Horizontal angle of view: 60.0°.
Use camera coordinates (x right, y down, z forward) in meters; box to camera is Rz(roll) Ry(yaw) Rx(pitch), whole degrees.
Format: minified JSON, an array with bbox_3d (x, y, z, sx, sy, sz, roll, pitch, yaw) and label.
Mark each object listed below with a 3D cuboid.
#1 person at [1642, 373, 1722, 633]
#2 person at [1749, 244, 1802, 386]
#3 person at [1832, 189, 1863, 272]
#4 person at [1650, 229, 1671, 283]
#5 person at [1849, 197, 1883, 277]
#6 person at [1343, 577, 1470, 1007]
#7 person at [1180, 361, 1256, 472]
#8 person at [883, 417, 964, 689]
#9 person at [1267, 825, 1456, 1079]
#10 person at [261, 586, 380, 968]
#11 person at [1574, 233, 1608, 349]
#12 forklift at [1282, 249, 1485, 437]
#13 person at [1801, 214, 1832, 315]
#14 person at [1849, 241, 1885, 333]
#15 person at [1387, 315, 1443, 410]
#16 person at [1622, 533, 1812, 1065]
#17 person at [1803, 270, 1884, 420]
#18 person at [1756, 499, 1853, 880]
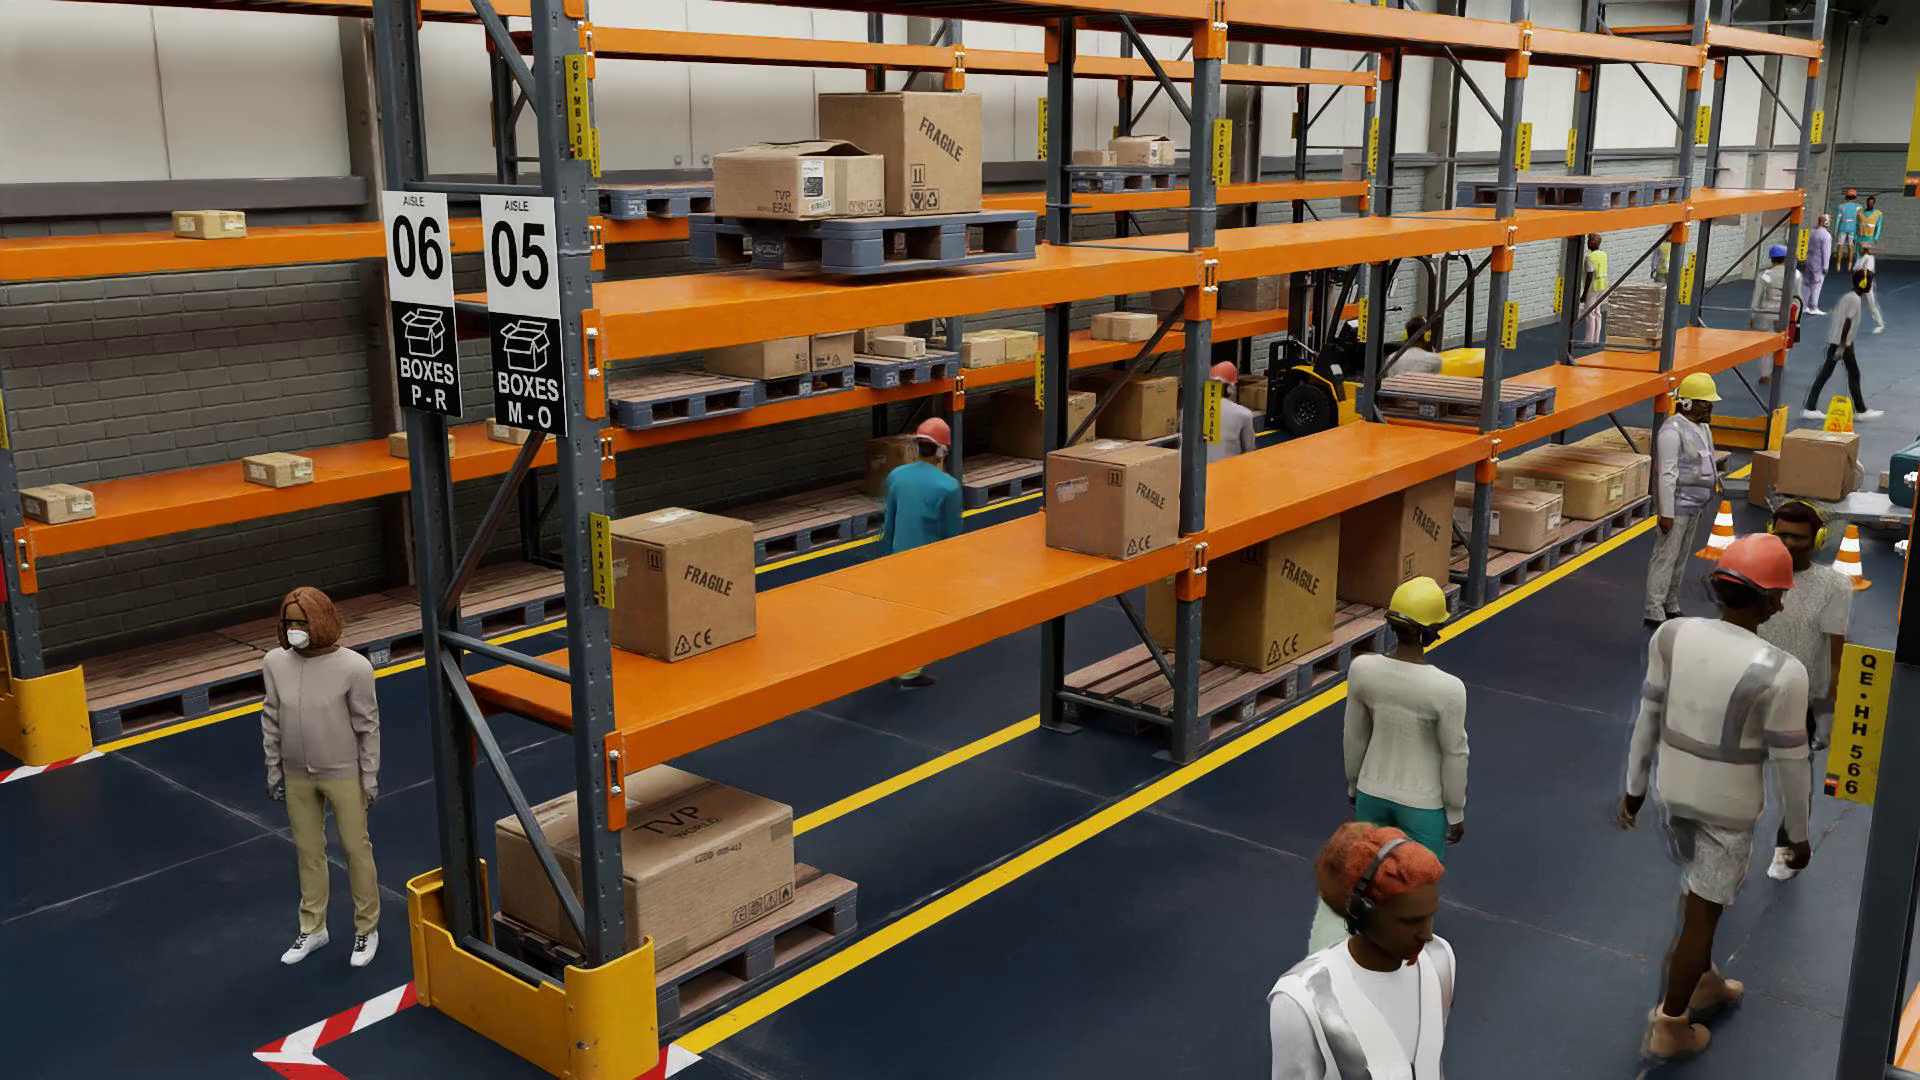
[{"bbox_3d":[5.014,-0.253,11.530,0.403,1.830,0.600,13,19,41],"label":"person"},{"bbox_3d":[11.180,-3.088,22.858,0.636,1.927,0.456,2,14,8],"label":"person"},{"bbox_3d":[22.144,-7.732,41.544,0.615,2.041,0.385,3,14,12],"label":"person"},{"bbox_3d":[13.479,-5.115,31.741,0.546,1.618,0.524,6,15,22],"label":"person"},{"bbox_3d":[21.741,-7.261,39.888,0.392,1.919,0.592,-11,18,-39],"label":"person"},{"bbox_3d":[1.746,1.006,6.537,0.524,1.769,0.314,13,19,43],"label":"person"},{"bbox_3d":[2.024,-0.538,12.951,0.572,1.699,0.906,9,17,33],"label":"person"},{"bbox_3d":[-0.207,0.096,10.335,0.414,1.720,0.566,-13,19,-43],"label":"person"},{"bbox_3d":[0.962,1.576,3.974,0.574,1.886,0.356,-10,17,-36],"label":"person"},{"bbox_3d":[-2.645,0.983,6.906,0.498,1.634,0.280,2,14,7],"label":"person"},{"bbox_3d":[10.179,-3.994,26.731,0.564,1.846,0.394,-13,19,-43],"label":"person"},{"bbox_3d":[4.886,-2.214,18.767,2.313,2.155,1.214,11,18,38],"label":"forklift"},{"bbox_3d":[16.430,-5.269,31.831,0.397,1.899,0.640,-1,14,-5],"label":"person"},{"bbox_3d":[15.670,-4.370,28.789,0.886,1.593,0.505,-1,14,-5],"label":"person"},{"bbox_3d":[4.044,-1.086,14.904,0.515,1.838,0.824,12,18,40],"label":"person"},{"bbox_3d":[2.913,0.952,6.230,0.819,2.013,0.630,-7,15,-27],"label":"person"},{"bbox_3d":[10.751,-2.347,20.095,0.920,1.807,0.502,2,14,9],"label":"person"},{"bbox_3d":[3.707,0.733,7.521,0.537,1.835,0.907,12,18,41],"label":"person"}]
